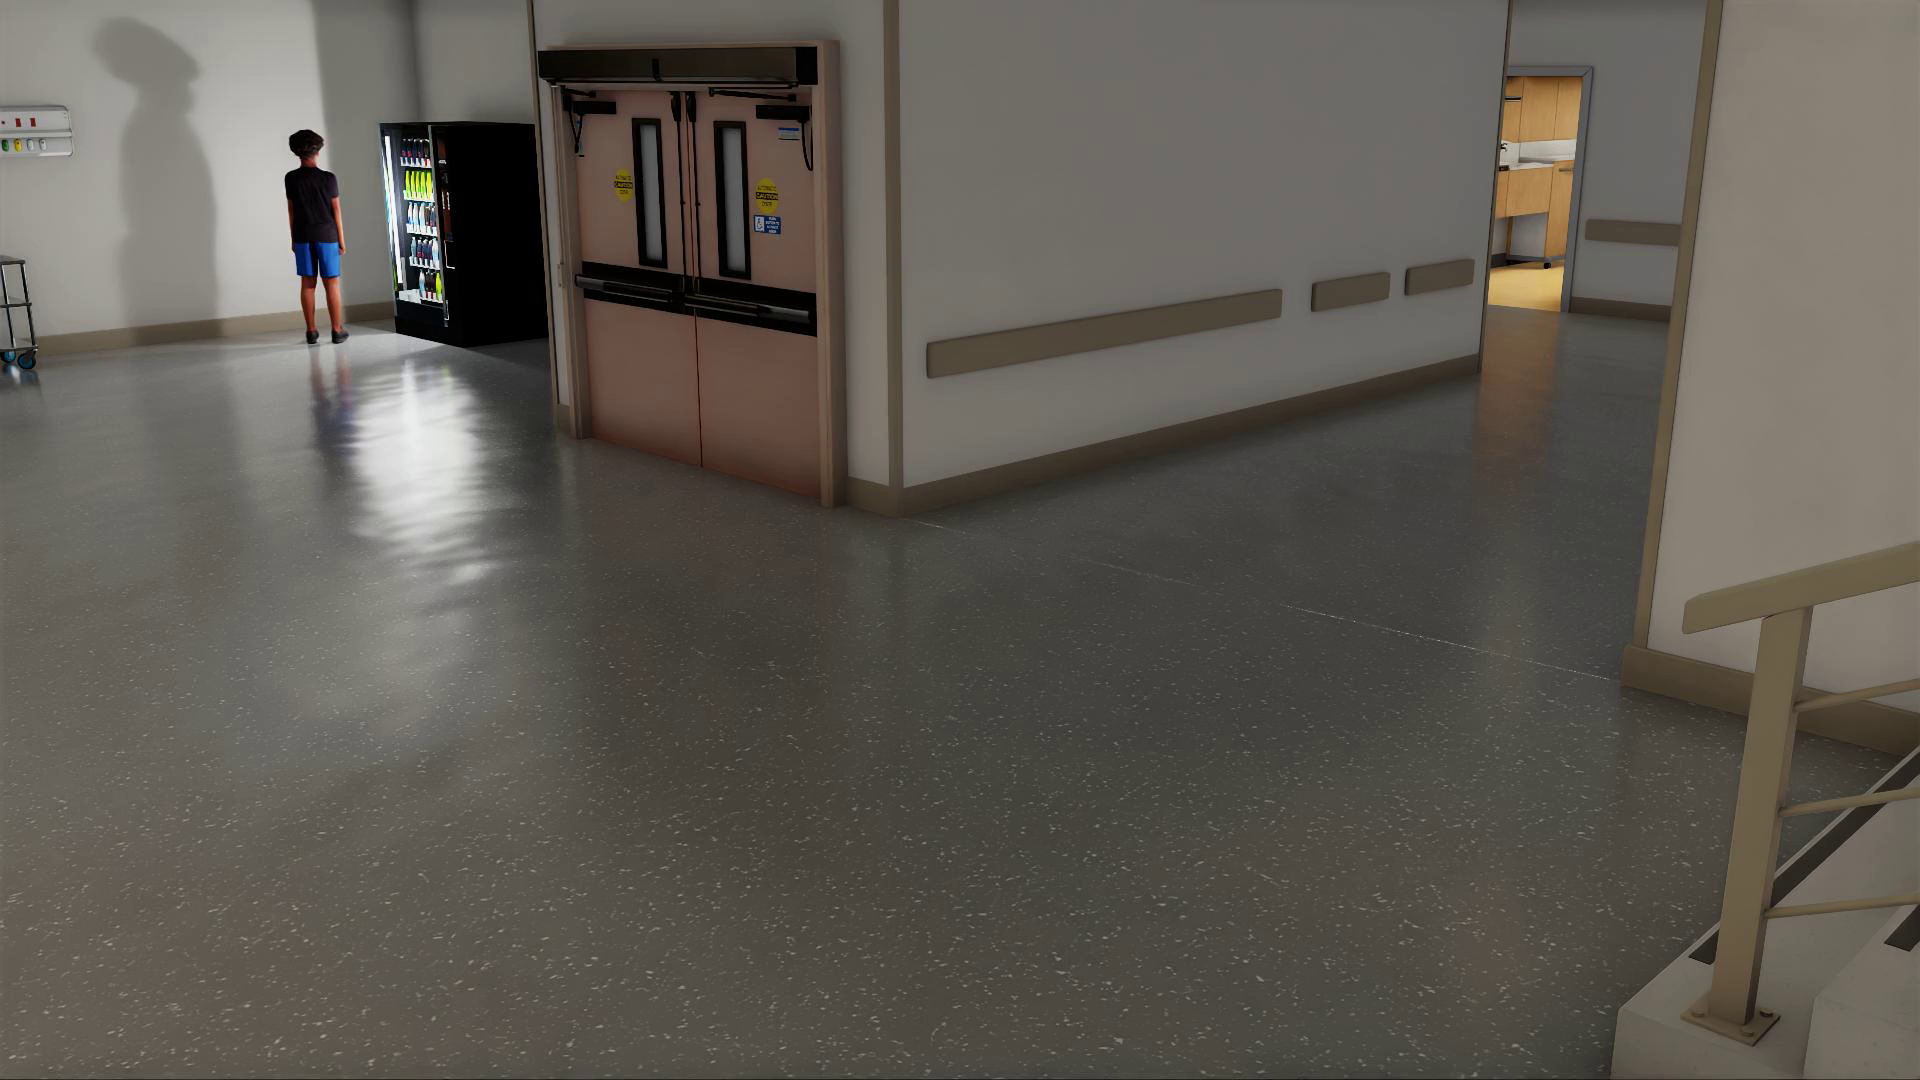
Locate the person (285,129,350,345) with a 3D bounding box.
[{"bbox_3d":[-5.506,-2.588,14.213,0.683,1.790,0.720,-2,16,-8],"label":"person"}]
